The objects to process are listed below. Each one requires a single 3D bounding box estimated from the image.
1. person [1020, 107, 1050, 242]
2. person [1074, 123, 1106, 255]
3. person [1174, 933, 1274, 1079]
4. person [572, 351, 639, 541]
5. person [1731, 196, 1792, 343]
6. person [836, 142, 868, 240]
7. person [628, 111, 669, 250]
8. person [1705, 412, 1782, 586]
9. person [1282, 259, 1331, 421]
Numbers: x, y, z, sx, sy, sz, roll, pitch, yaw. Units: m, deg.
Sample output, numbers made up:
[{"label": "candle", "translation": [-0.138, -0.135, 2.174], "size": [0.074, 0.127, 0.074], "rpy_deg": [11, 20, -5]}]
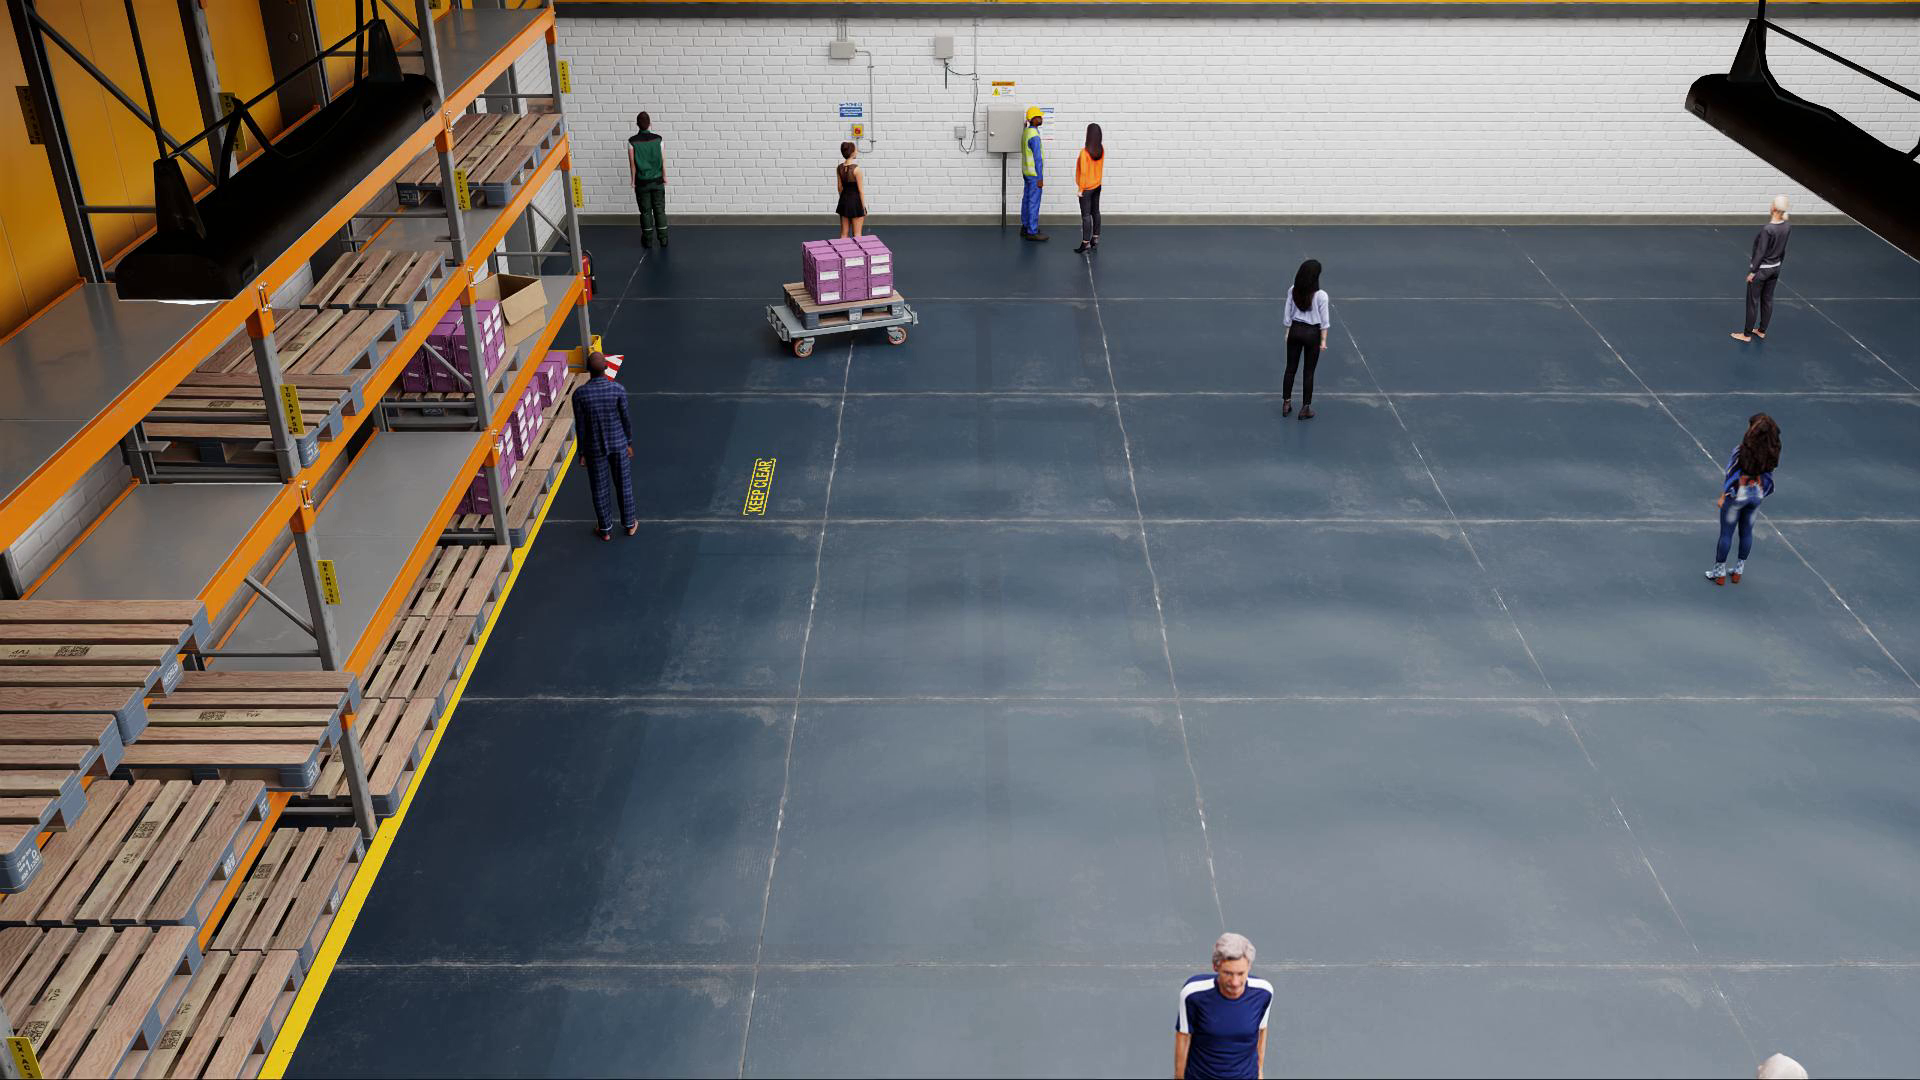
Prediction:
[{"label": "person", "translation": [1.000, -5.028, 22.761], "size": [0.783, 1.813, 0.609], "rpy_deg": [-7, 29, -13]}, {"label": "person", "translation": [1.749, -4.718, 22.261], "size": [0.771, 1.748, 0.690], "rpy_deg": [21, 35, 33]}, {"label": "person", "translation": [1.322, 2.726, 8.521], "size": [0.656, 1.838, 0.578], "rpy_deg": [-3, 29, -5]}, {"label": "person", "translation": [-3.222, -0.865, 15.125], "size": [0.744, 1.818, 0.720], "rpy_deg": [-11, 30, -19]}, {"label": "person", "translation": [9.435, -3.186, 19.477], "size": [0.687, 1.726, 0.666], "rpy_deg": [-13, 31, -22]}, {"label": "person", "translation": [-1.424, -4.375, 21.712], "size": [0.678, 1.673, 0.718], "rpy_deg": [18, 34, 30]}, {"label": "person", "translation": [-4.200, -4.865, 22.433], "size": [0.721, 1.842, 0.704], "rpy_deg": [-10, 30, -17]}, {"label": "person", "translation": [6.790, -0.368, 14.423], "size": [0.641, 1.618, 0.581], "rpy_deg": [-3, 29, -6]}, {"label": "person", "translation": [3.618, -2.118, 17.499], "size": [0.739, 1.744, 0.751], "rpy_deg": [18, 33, 29]}]
